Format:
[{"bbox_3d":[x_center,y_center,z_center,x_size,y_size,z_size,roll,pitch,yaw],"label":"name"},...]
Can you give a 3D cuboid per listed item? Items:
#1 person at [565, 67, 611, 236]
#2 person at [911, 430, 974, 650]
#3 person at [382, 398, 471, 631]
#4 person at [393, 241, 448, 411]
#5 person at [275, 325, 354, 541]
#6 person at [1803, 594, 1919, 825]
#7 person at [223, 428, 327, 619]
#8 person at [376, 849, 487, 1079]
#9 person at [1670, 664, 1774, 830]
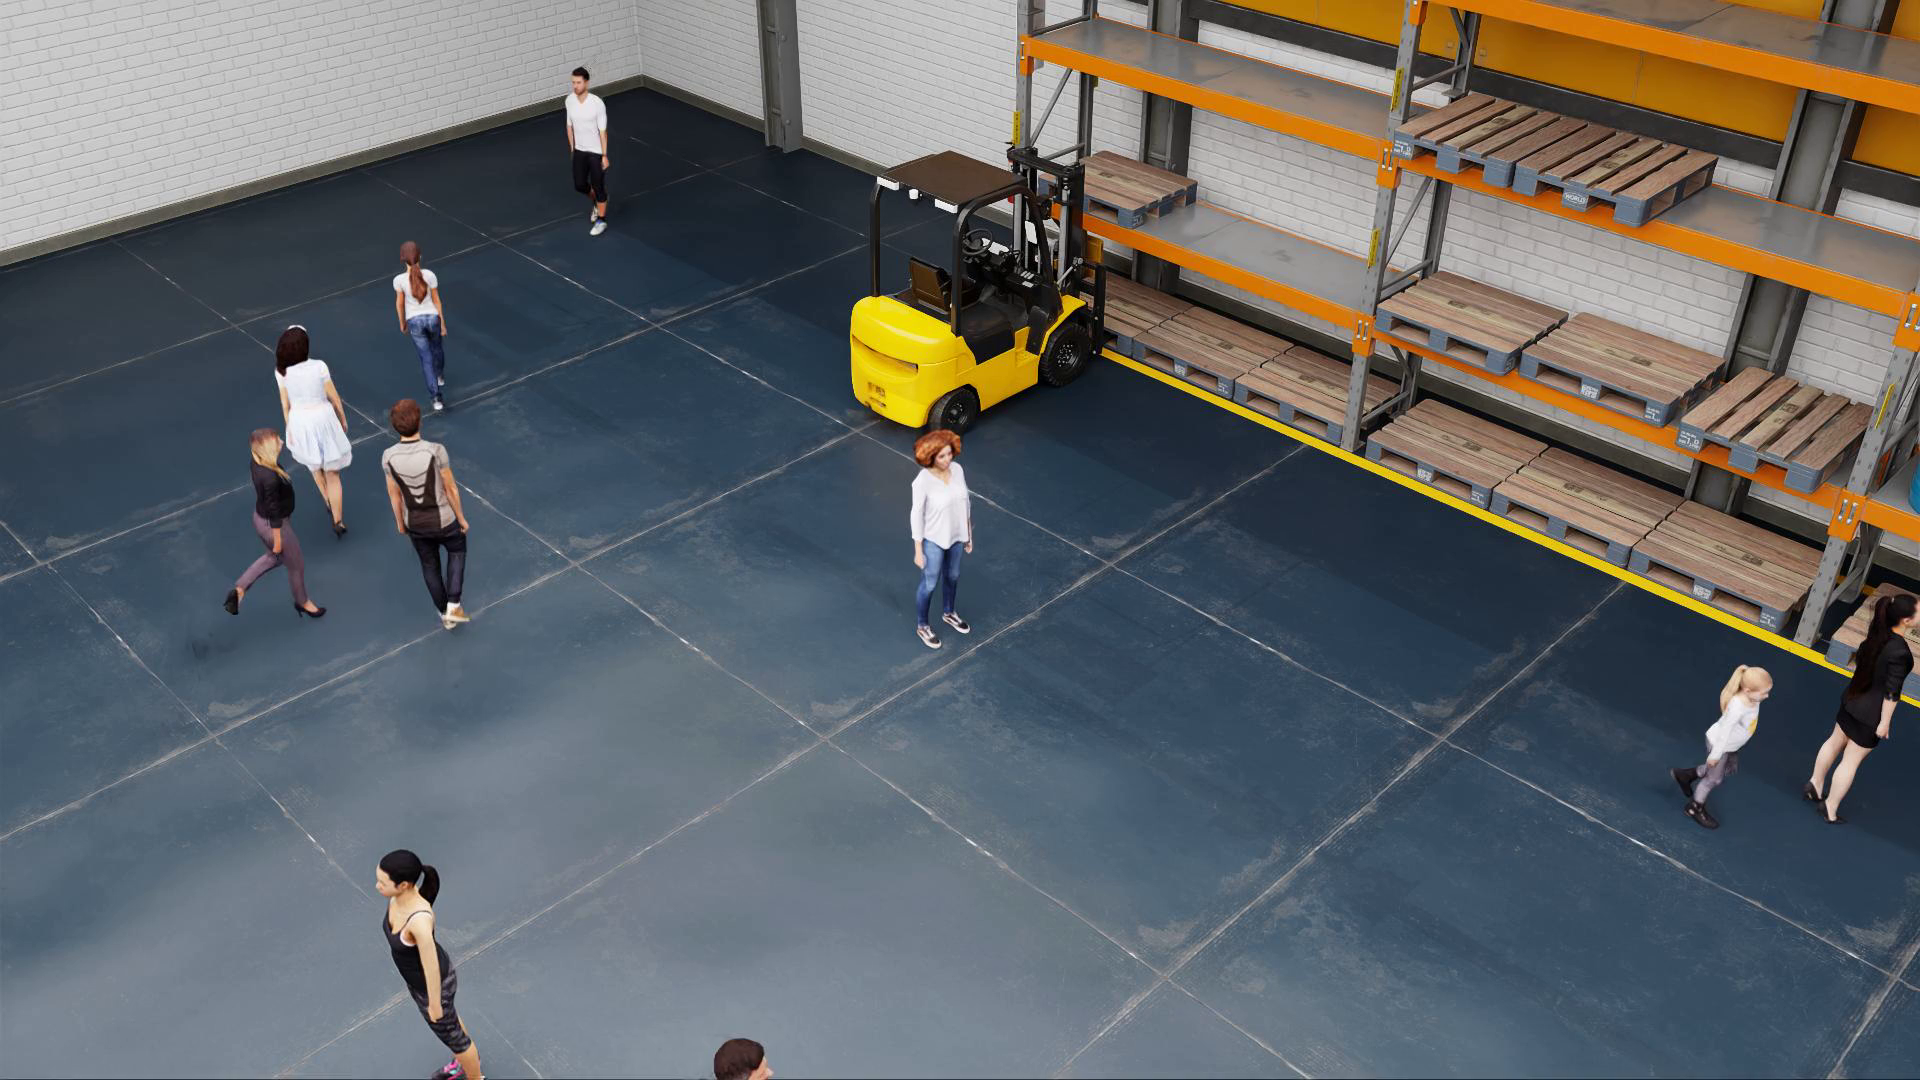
[{"bbox_3d":[-4.029,-4.312,18.300,0.842,1.843,0.895,10,35,14],"label":"person"},{"bbox_3d":[-0.145,-0.058,12.021,0.674,1.710,0.620,-24,40,-31],"label":"person"},{"bbox_3d":[-3.810,-0.111,11.942,0.852,1.886,0.907,-3,34,-5],"label":"person"},{"bbox_3d":[-4.825,-1.911,14.979,0.828,1.521,1.114,-12,35,-17],"label":"person"},{"bbox_3d":[-5.047,-0.789,13.040,0.878,1.798,0.971,-8,34,-12],"label":"person"},{"bbox_3d":[5.642,1.043,10.376,0.728,1.697,0.674,1,34,1],"label":"person"},{"bbox_3d":[-5.060,-0.031,12.040,0.790,1.643,0.909,-22,39,-29],"label":"person"},{"bbox_3d":[-2.708,2.247,8.542,0.655,1.721,0.518,-21,39,-28],"label":"person"},{"bbox_3d":[4.757,1.248,10.462,0.637,1.261,0.499,27,42,35],"label":"person"}]
